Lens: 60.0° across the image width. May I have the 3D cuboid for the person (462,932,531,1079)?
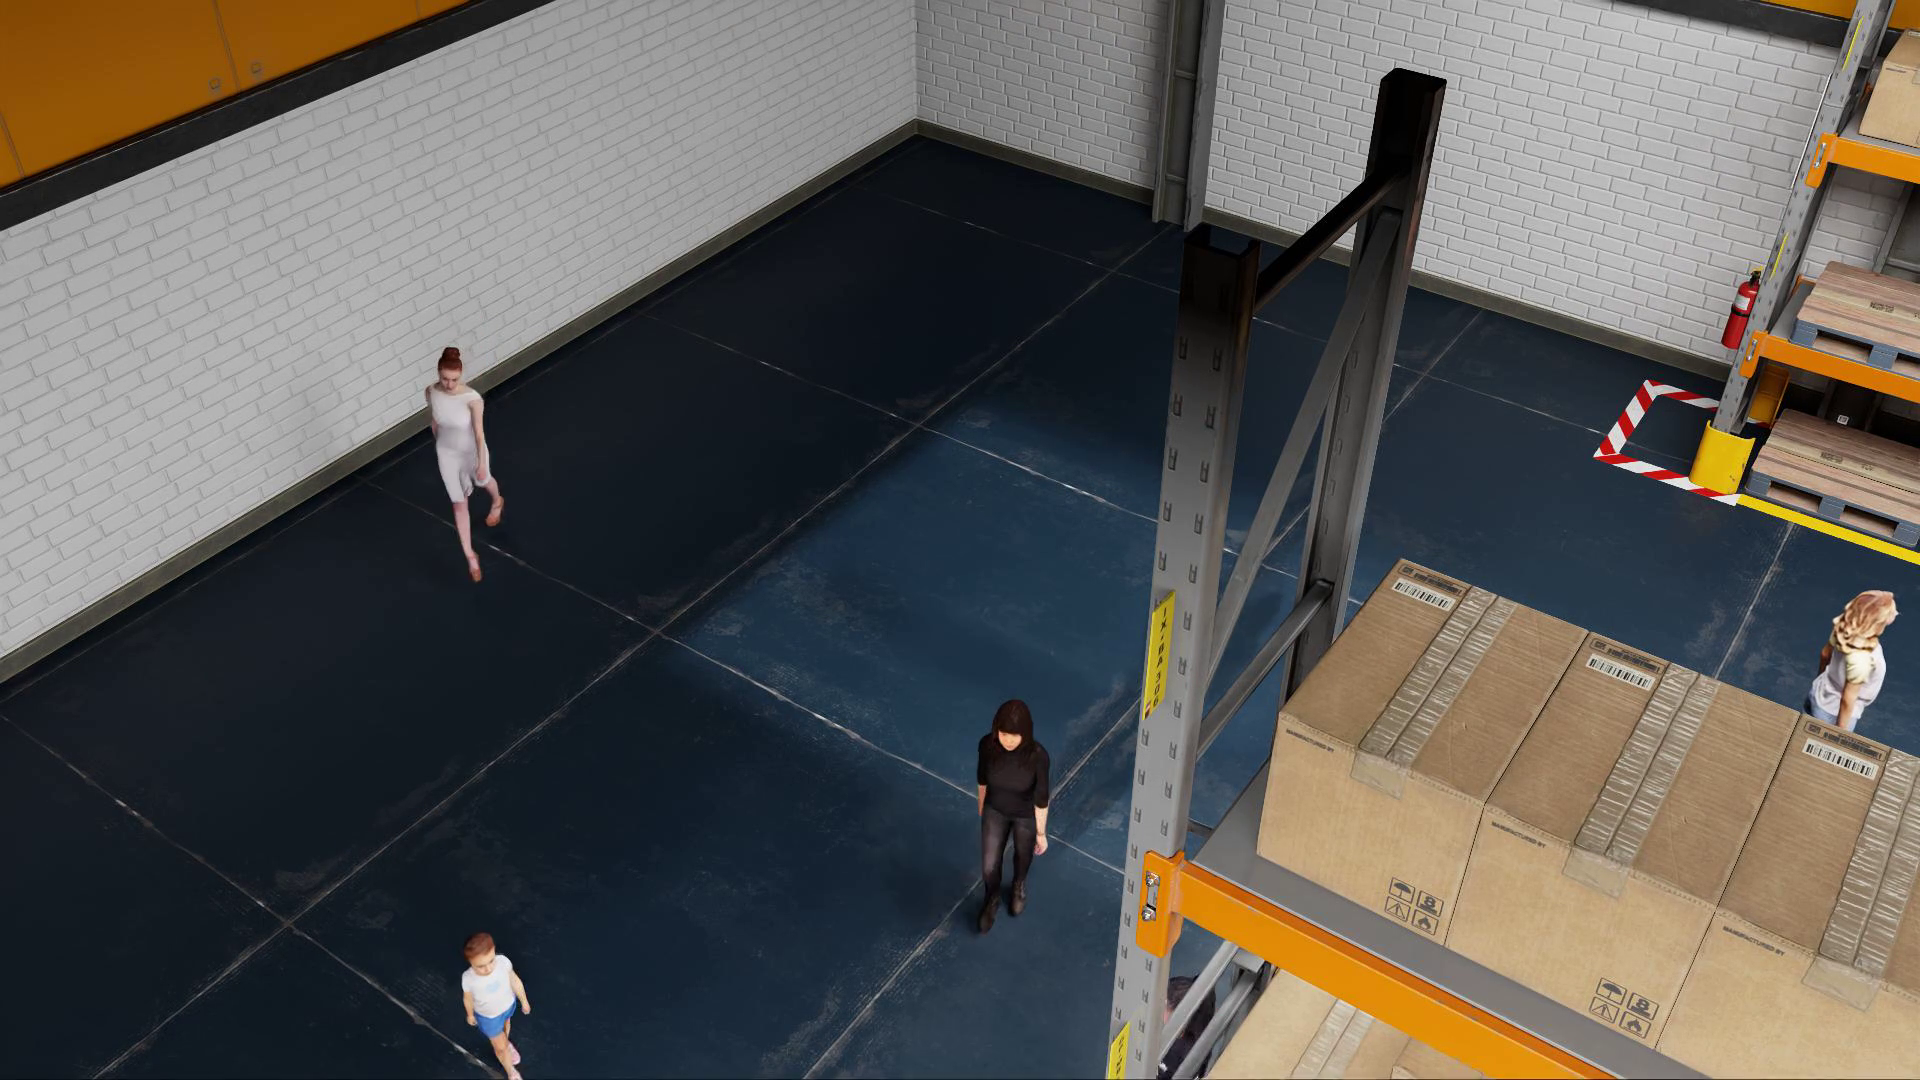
[{"bbox_3d":[-2.356,2.291,8.356,0.535,1.010,0.656,-25,45,-28],"label":"person"}]

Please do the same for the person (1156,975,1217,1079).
[{"bbox_3d":[0.998,2.538,7.512,1.234,1.678,1.148,-5,39,-6],"label":"person"}]

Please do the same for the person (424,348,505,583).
[{"bbox_3d":[-3.372,-0.613,11.422,1.137,1.722,1.043,8,39,10],"label":"person"}]

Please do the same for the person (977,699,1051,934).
[{"bbox_3d":[0.305,1.400,8.975,0.689,1.630,0.750,6,39,8],"label":"person"}]

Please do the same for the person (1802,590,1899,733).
[{"bbox_3d":[4.941,0.960,9.452,0.700,1.723,0.708,5,39,6],"label":"person"}]
